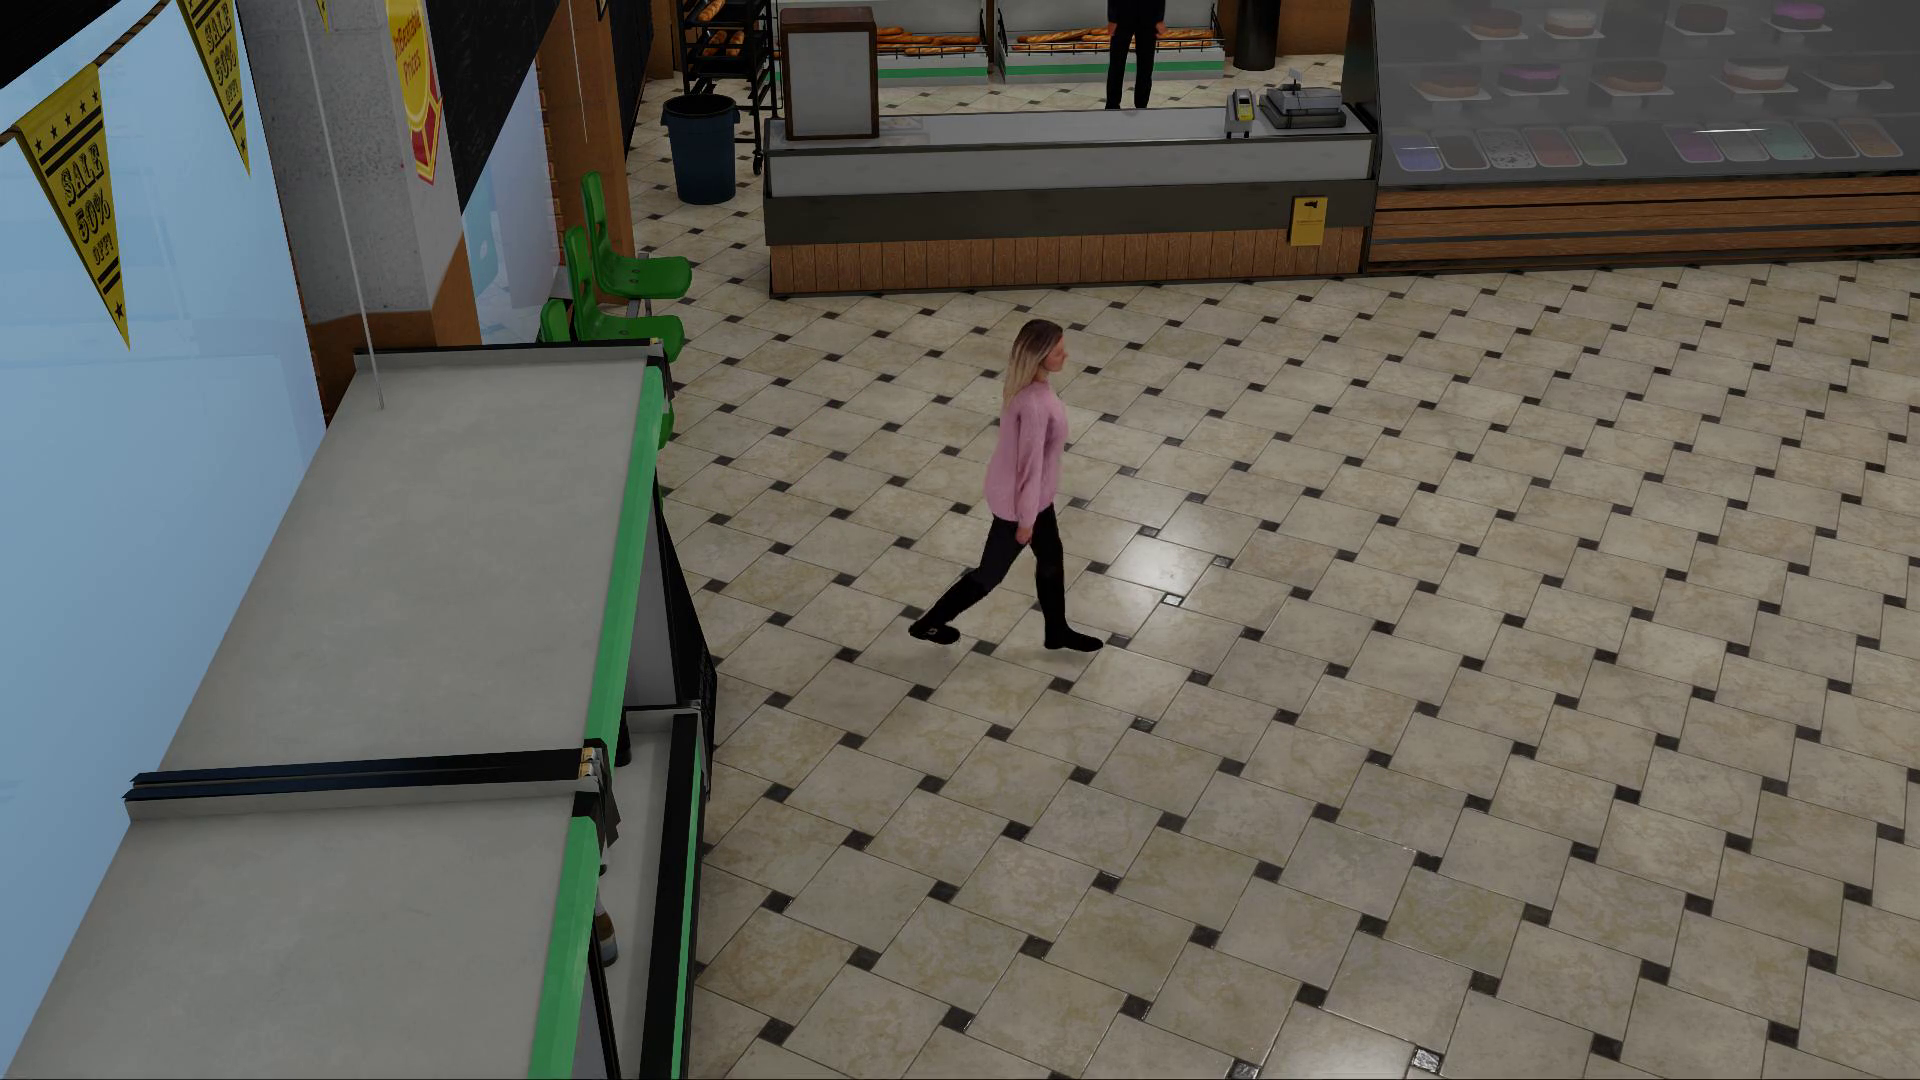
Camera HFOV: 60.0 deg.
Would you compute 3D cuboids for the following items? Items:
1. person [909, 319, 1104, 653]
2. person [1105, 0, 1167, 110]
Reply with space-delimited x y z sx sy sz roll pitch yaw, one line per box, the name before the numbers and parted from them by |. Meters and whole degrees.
person | 0.158 -0.174 7.144 0.806 1.645 1.074 -1 32 -1
person | 1.428 -4.246 13.477 0.631 1.868 0.580 -1 32 -2
